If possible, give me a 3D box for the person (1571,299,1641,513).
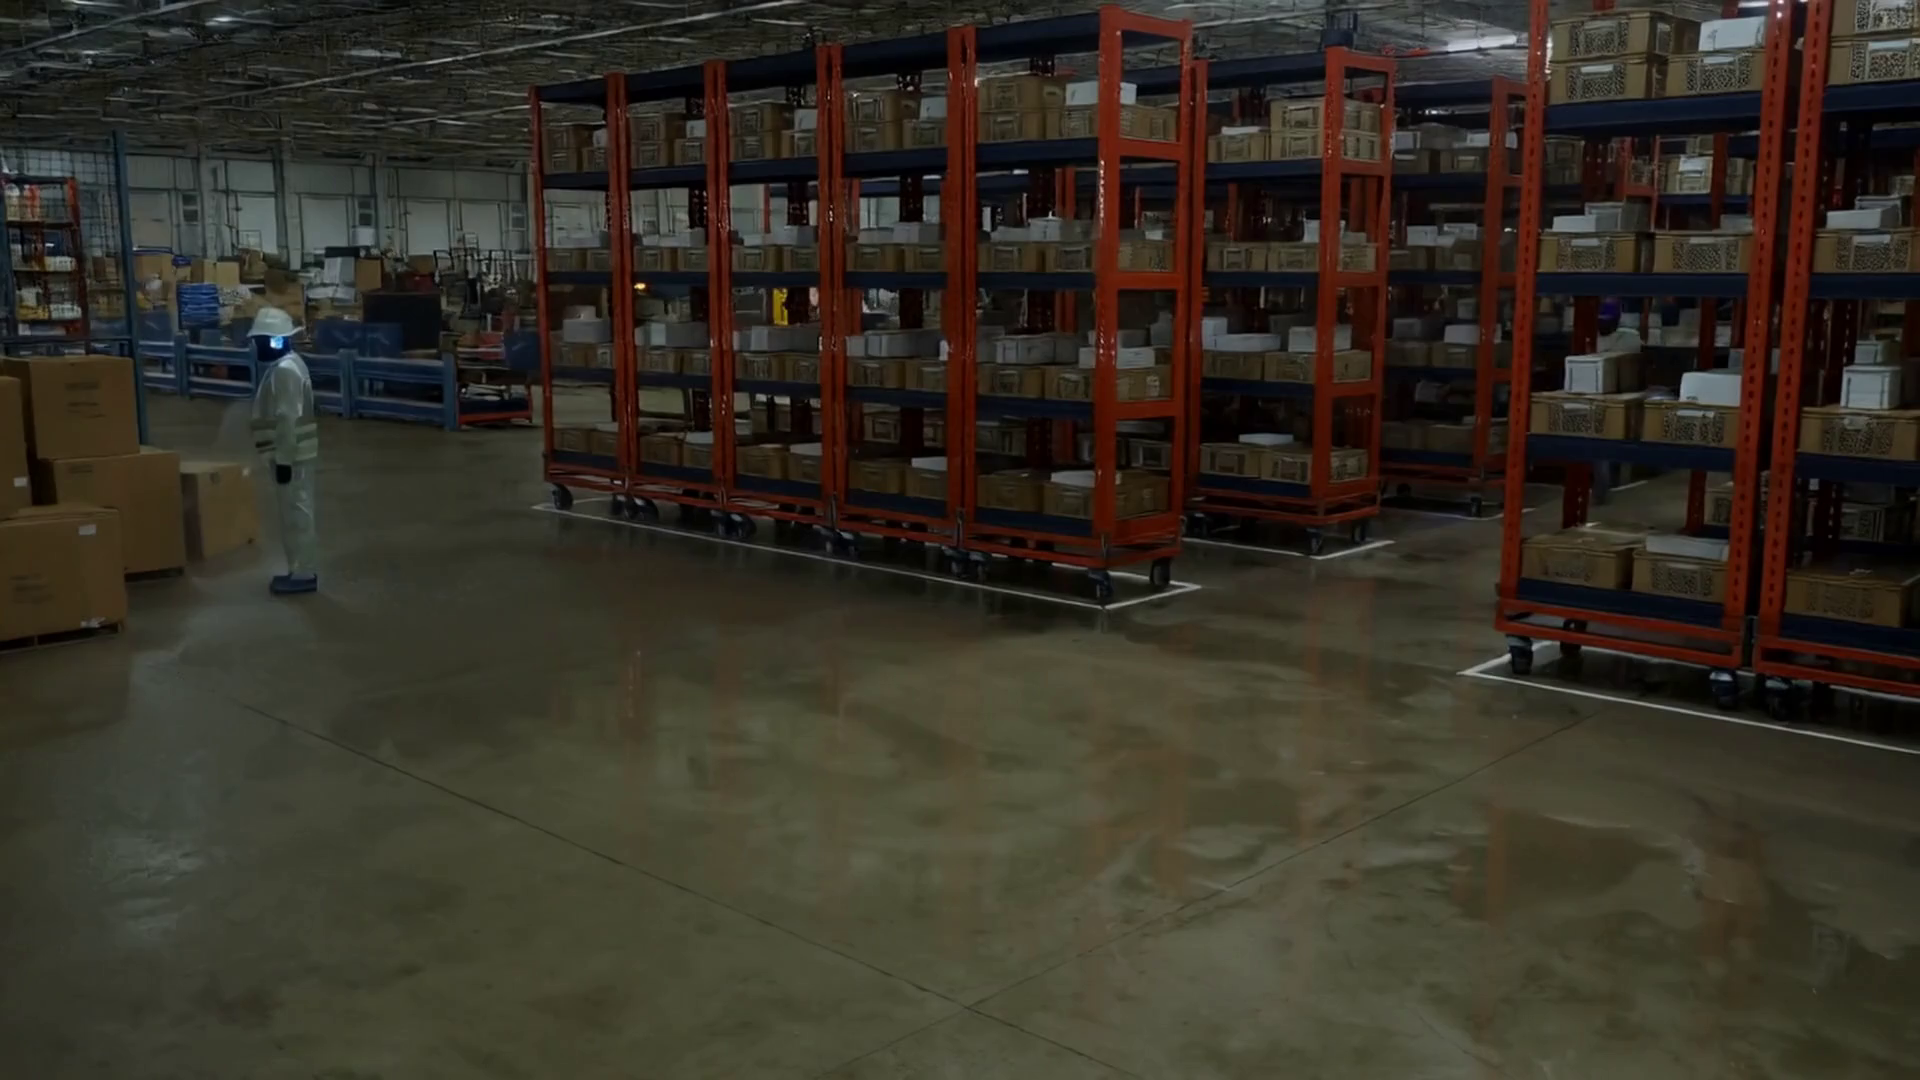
[{"bbox_3d":[5.412,-1.132,14.145,0.608,1.808,0.861,9,13,42],"label":"person"}]

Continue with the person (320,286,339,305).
[{"bbox_3d":[-18.456,-6.768,48.613,0.586,1.843,0.413,-7,12,-39],"label":"person"}]

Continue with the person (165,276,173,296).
[{"bbox_3d":[-29.358,-8.941,62.003,0.526,1.820,0.958,-2,9,-12],"label":"person"}]

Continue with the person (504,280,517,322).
[{"bbox_3d":[-15.686,-8.216,57.975,0.539,1.674,0.482,-3,10,-19],"label":"person"}]

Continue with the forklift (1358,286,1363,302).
[{"bbox_3d":[11.100,-7.017,46.970,1.873,2.768,1.129,9,13,43],"label":"forklift"}]

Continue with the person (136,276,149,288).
[{"bbox_3d":[-32.220,-9.469,65.321,0.463,1.803,0.763,6,11,31],"label":"person"}]

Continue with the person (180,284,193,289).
[{"bbox_3d":[-25.980,-7.981,55.513,0.646,2.013,0.854,1,9,9],"label":"person"}]

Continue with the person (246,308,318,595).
[{"bbox_3d":[-4.324,-0.564,10.655,0.404,1.824,0.586,-4,10,-22],"label":"person"}]

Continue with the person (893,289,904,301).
[{"bbox_3d":[-2.153,-8.355,58.420,0.423,1.813,0.612,9,13,44],"label":"person"}]

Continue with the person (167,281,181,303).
[{"bbox_3d":[-20.149,-5.791,42.859,0.324,1.769,0.523,5,10,27],"label":"person"}]

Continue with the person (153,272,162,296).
[{"bbox_3d":[-34.248,-10.448,70.959,0.455,1.915,0.586,-5,11,-30],"label":"person"}]
